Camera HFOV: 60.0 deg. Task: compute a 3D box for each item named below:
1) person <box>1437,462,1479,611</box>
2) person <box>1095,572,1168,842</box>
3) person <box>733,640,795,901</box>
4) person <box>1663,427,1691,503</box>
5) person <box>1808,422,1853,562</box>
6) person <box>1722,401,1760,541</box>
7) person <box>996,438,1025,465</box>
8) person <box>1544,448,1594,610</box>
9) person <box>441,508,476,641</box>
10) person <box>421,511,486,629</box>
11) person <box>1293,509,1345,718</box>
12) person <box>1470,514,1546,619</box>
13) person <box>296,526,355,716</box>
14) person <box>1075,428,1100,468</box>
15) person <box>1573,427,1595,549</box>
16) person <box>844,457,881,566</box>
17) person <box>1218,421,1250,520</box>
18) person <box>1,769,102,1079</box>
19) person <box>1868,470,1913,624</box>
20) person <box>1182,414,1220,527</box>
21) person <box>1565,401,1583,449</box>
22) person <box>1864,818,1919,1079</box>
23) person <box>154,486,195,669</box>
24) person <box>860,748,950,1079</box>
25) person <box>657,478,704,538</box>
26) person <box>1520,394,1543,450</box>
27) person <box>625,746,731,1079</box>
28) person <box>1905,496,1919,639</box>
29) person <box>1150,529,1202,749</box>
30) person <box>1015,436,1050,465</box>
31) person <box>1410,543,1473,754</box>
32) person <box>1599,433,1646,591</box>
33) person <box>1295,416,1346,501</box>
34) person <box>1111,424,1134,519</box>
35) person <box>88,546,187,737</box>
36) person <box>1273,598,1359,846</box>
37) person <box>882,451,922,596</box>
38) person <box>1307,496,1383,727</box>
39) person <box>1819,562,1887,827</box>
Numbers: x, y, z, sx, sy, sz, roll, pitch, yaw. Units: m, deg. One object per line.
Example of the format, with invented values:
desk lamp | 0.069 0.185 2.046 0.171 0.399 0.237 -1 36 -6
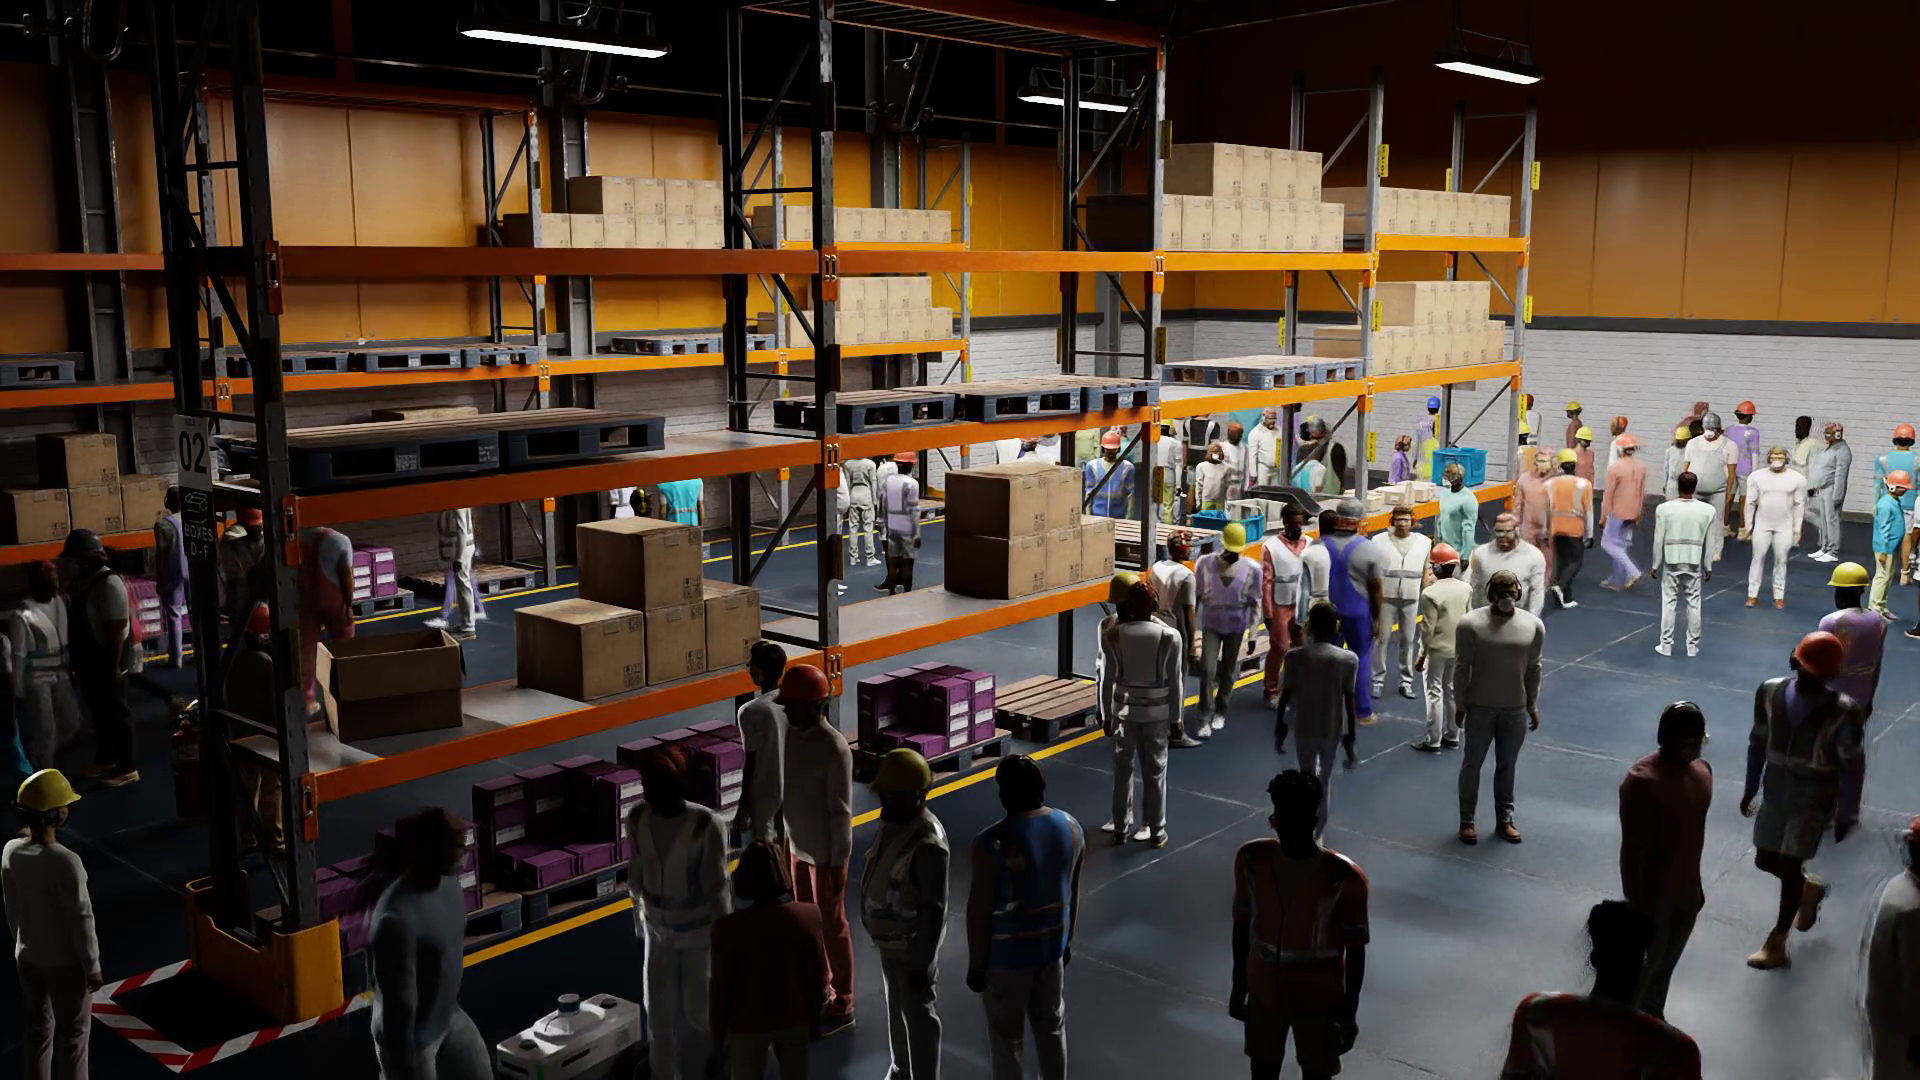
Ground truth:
person | 5.340 0.119 17.924 0.378 1.931 0.628 -2 10 -11
person | 1.201 1.160 11.760 0.589 1.912 0.396 7 12 36
person | -1.114 1.510 9.788 0.317 1.867 0.531 9 13 43
person | 10.497 -0.817 24.223 0.484 1.699 0.924 6 11 31
person | 11.828 -0.651 22.608 0.401 1.900 0.642 2 10 10
person | 11.413 -1.010 24.307 0.375 2.044 0.605 -5 11 -28
person | 0.757 -0.834 23.831 0.570 1.849 0.381 8 13 41
person | 7.045 -0.110 19.345 0.573 1.901 0.629 -9 13 -43
person | -5.403 0.144 17.888 0.359 1.885 0.575 -3 10 -19
person | -5.697 0.079 18.515 0.536 1.808 0.952 9 13 42
person | 3.231 0.683 14.614 0.600 1.908 0.397 -3 10 -17
person | 4.851 0.683 14.779 0.639 1.852 1.011 4 10 20
person | -5.810 0.521 15.175 0.695 2.000 0.997 0 10 -2
person | 2.007 -1.307 26.930 0.525 1.760 0.341 0 10 2
person | 8.744 -0.721 23.440 0.517 1.759 0.333 -5 11 -27
person | -1.306 -0.522 22.317 0.484 1.735 0.310 4 10 24
person | 3.727 -0.754 23.324 0.590 1.862 0.726 -6 11 -34
person | -4.150 1.917 7.657 0.522 1.769 0.312 4 10 25
person | 10.492 0.071 18.760 0.348 1.740 0.575 8 12 39
person | 3.691 -1.188 25.416 0.611 2.032 0.410 6 11 30
person | 10.187 -1.425 27.658 0.347 1.758 0.535 6 11 31
person | 4.014 2.016 7.244 0.692 1.706 0.601 6 11 31
person | -7.802 0.374 16.680 0.352 1.835 0.518 8 12 40
person | -0.263 1.859 7.800 0.404 1.835 0.590 -4 10 -21
person | -3.277 -0.112 19.552 0.563 1.839 0.389 -5 11 -29
person | 9.430 -1.495 27.718 0.568 1.878 0.351 -4 10 -25
person | -1.278 1.829 7.931 0.590 1.859 0.695 4 10 22
person | 10.533 0.109 17.920 0.610 1.952 0.366 0 10 -1
person | 1.774 0.823 13.952 0.390 1.846 0.564 -5 11 -27
person | 0.878 -0.430 20.987 0.382 1.993 0.622 9 13 44
person | 3.980 0.894 13.800 0.576 1.749 0.334 -6 11 -33
person | 8.174 -0.328 20.441 0.629 1.975 0.632 -5 11 -27
person | 4.792 -0.676 22.323 0.703 2.000 0.541 -2 10 -11
person | 2.177 -0.689 22.798 0.399 1.909 0.642 2 10 10
person | -7.145 0.844 14.344 0.716 1.667 0.546 -9 13 -42
person | 2.381 1.313 11.122 0.531 1.835 0.911 1 10 7
person | -0.644 -0.129 19.373 0.551 1.932 0.378 8 13 41
person | 3.390 0.611 14.638 0.689 2.000 0.536 5 11 29
person | 6.369 1.114 12.016 0.579 1.919 0.387 -4 10 -21
